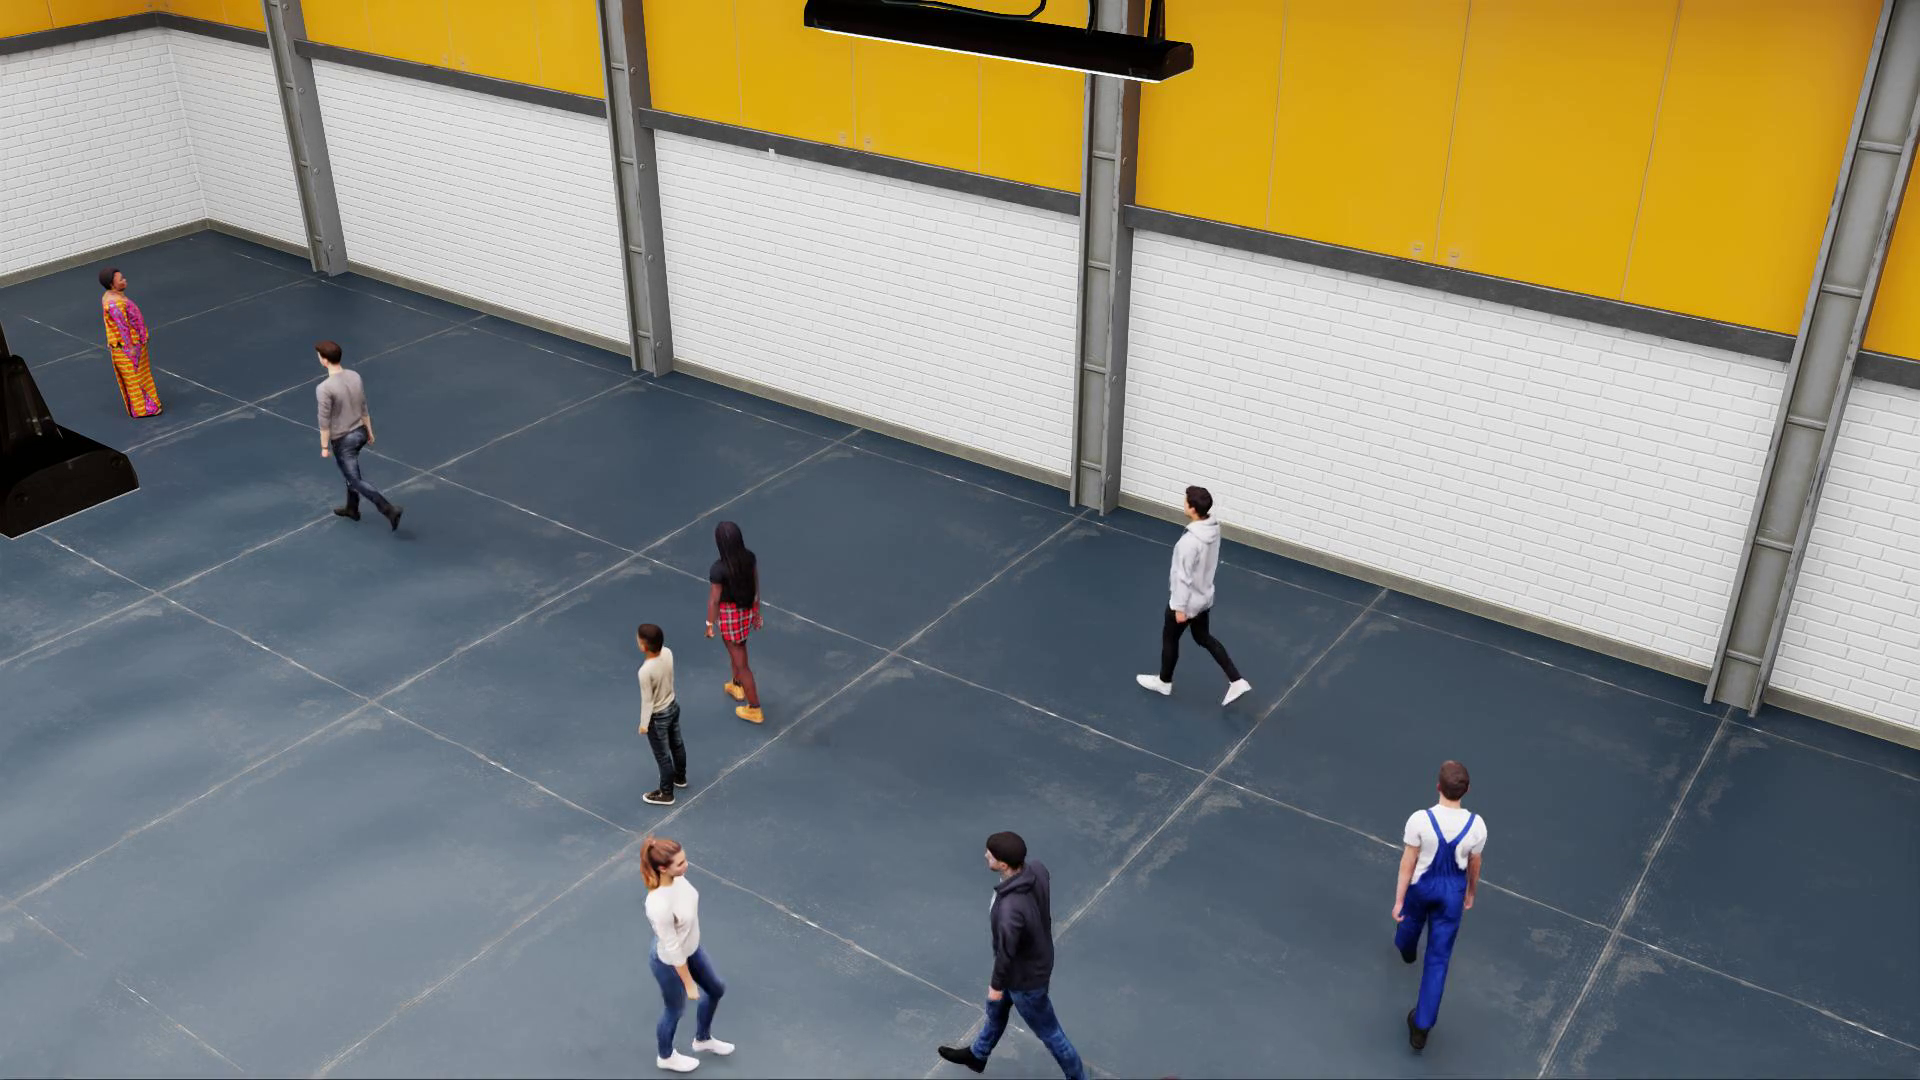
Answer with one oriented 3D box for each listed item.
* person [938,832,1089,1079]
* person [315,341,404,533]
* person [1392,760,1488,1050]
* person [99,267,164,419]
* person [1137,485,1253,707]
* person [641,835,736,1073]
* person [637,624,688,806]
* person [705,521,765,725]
[{"bbox_3d":[0.454,2.457,9.377,1.268,1.835,0.936,8,30,15],"label":"person"},{"bbox_3d":[-5.642,-0.928,15.547,1.234,1.869,0.823,12,31,22],"label":"person"},{"bbox_3d":[2.833,2.194,9.904,1.293,1.792,1.077,5,29,10],"label":"person"},{"bbox_3d":[-9.014,-2.175,18.025,0.814,1.683,0.720,-16,32,-27],"label":"person"},{"bbox_3d":[1.896,0.478,12.936,1.173,1.901,0.688,18,33,29],"label":"person"},{"bbox_3d":[-1.715,2.417,9.586,0.805,1.704,0.752,4,29,7],"label":"person"},{"bbox_3d":[-2.154,1.238,11.998,0.579,1.465,0.602,10,30,18],"label":"person"},{"bbox_3d":[-1.646,0.660,12.803,0.760,1.708,0.593,18,33,30],"label":"person"}]
